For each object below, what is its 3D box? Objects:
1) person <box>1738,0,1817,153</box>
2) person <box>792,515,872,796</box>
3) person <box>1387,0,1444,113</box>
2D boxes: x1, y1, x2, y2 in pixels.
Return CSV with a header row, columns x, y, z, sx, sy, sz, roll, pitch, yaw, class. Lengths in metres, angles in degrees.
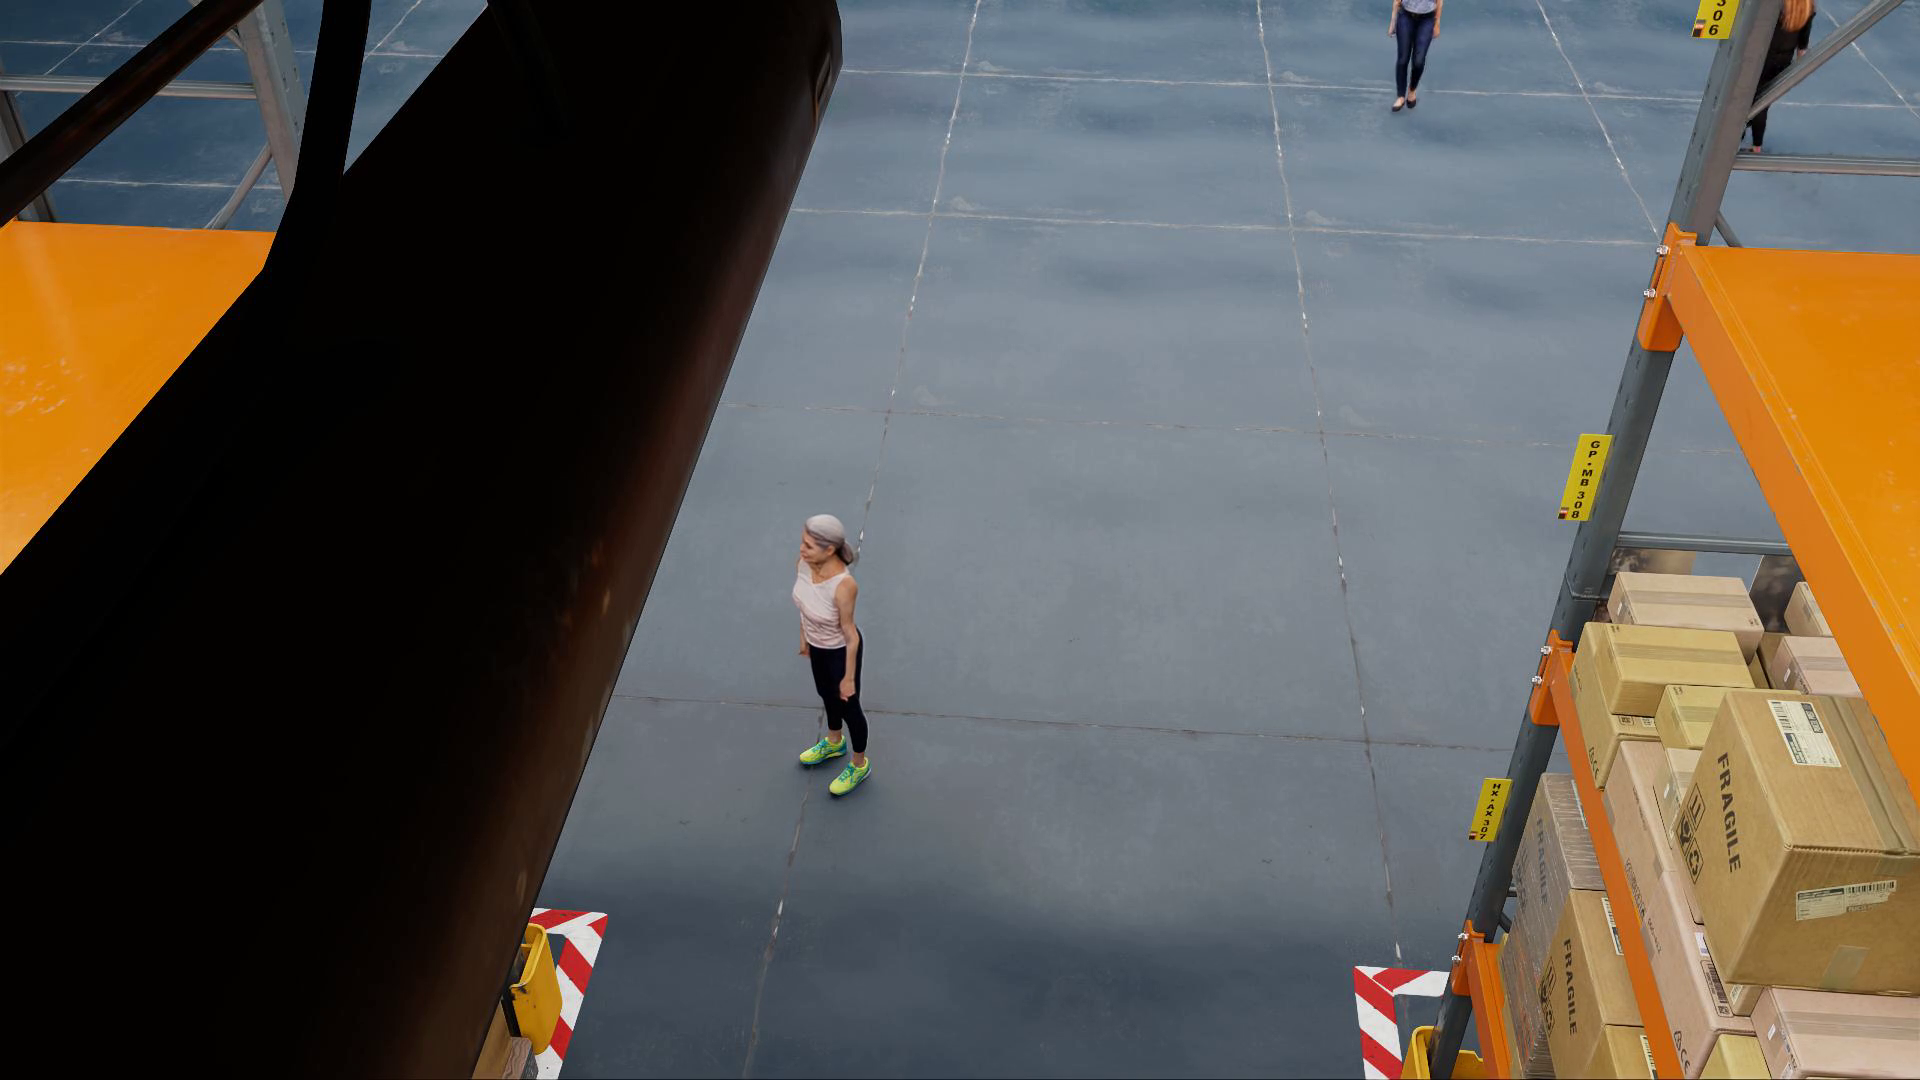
x,y,z,sx,sy,sz,roll,pitch,yaw,class
7.048,-4.072,14.337,0.765,1.682,1.039,-6,38,-8,person
-0.635,0.559,8.402,0.746,1.701,0.675,-25,44,-28,person
4.195,-4.780,15.221,0.680,1.708,0.691,17,41,20,person
